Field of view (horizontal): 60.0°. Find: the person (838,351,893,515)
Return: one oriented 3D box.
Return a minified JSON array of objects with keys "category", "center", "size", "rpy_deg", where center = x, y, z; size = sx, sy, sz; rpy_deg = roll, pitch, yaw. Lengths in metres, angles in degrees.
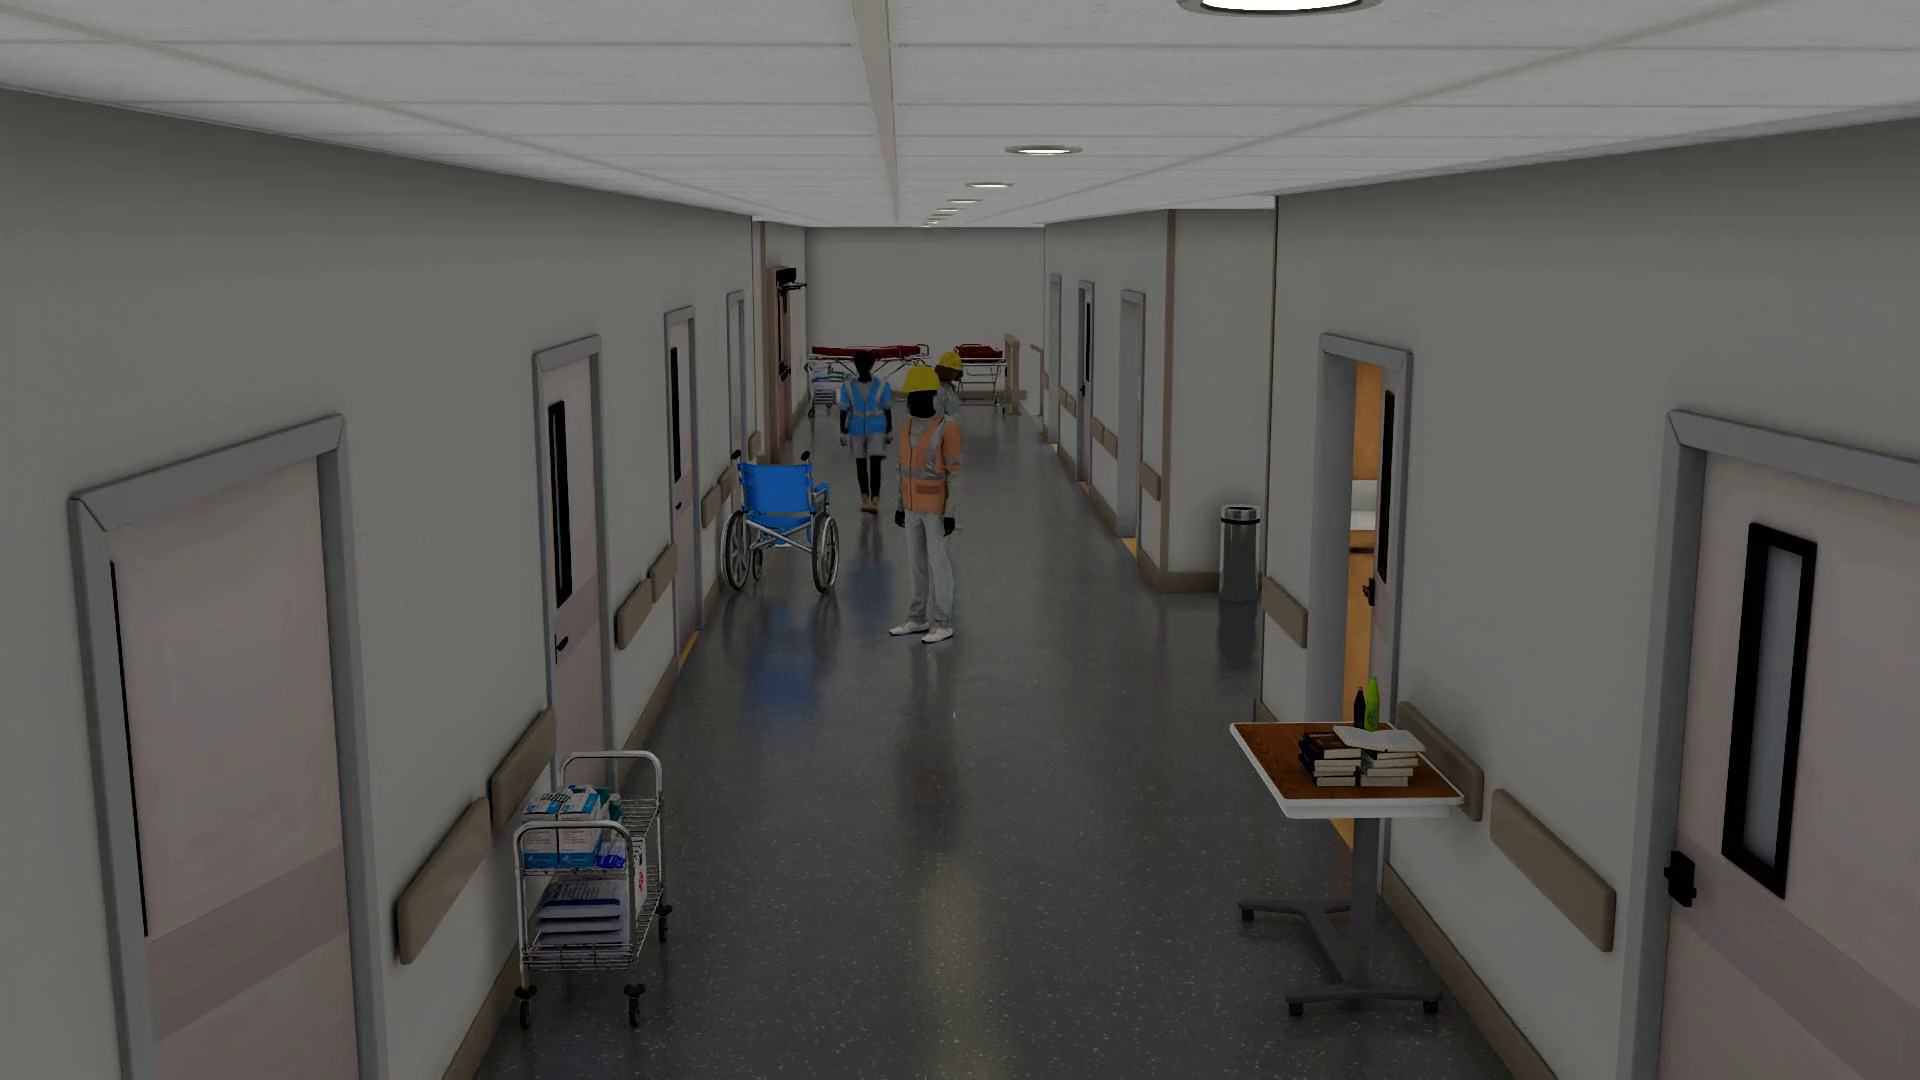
[{"category":"person","center":[-0.972,-1.073,16.875],"size":[0.549,1.654,0.831],"rpy_deg":[1,10,5]}]

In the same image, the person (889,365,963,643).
[{"category":"person","center":[-0.246,-0.252,11.576],"size":[0.367,1.926,0.594],"rpy_deg":[-10,14,-43]}]

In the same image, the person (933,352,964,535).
[{"category":"person","center":[-0.114,-0.923,15.853],"size":[0.311,1.735,0.483],"rpy_deg":[2,10,13]}]
